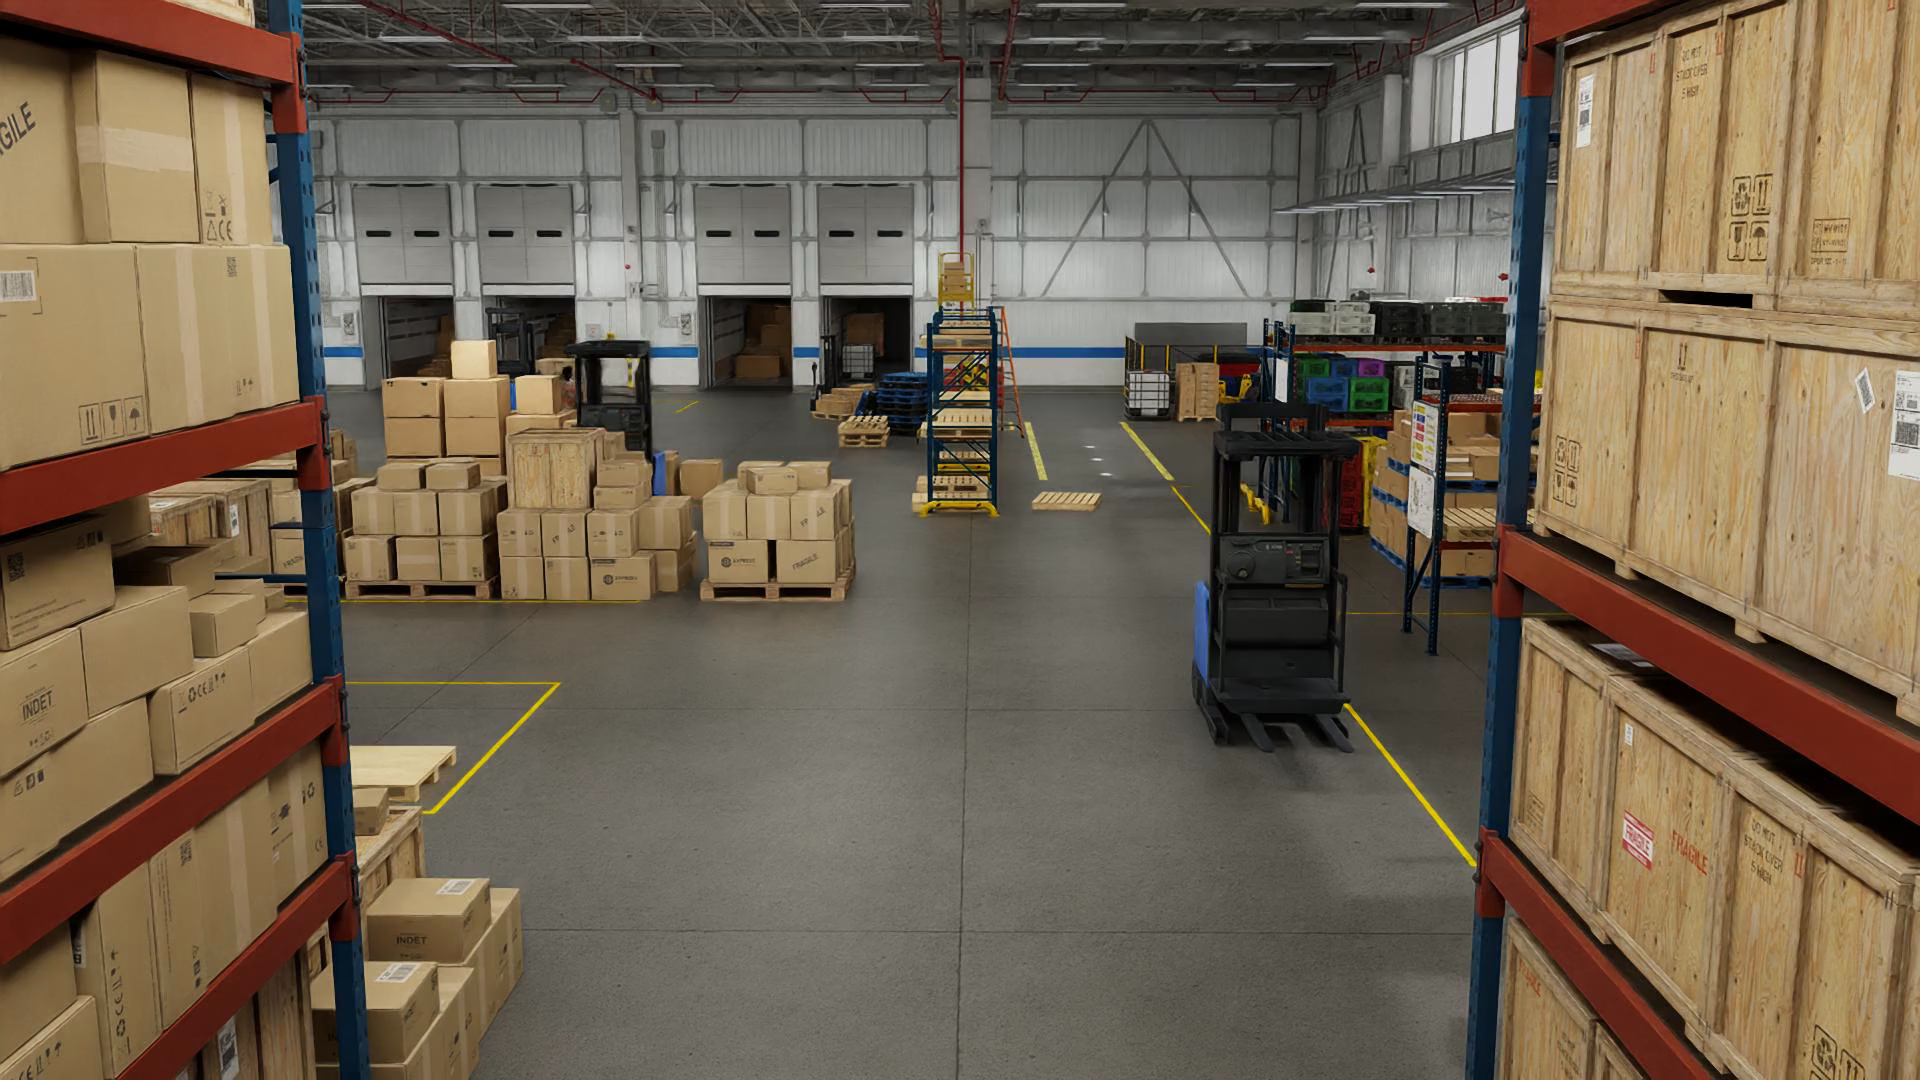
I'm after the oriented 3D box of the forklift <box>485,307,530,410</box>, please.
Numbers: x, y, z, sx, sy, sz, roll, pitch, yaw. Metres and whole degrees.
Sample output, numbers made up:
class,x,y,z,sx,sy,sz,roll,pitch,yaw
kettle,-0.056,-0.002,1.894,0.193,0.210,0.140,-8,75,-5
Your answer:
class,x,y,z,sx,sy,sz,roll,pitch,yaw
forklift,-10.754,-4.150,39.646,1.129,2.768,1.873,0,10,1

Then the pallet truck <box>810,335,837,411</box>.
class,x,y,z,sx,sy,sz,roll,pitch,yaw
pallet truck,-3.021,-4.312,43.126,1.885,1.965,0.823,3,10,17

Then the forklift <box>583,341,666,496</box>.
class,x,y,z,sx,sy,sz,roll,pitch,yaw
forklift,-5.078,-1.578,24.804,1.129,2.768,1.873,0,10,1

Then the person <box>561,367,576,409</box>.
class,x,y,z,sx,sy,sz,roll,pitch,yaw
person,-8.379,-2.904,35.907,0.709,1.668,0.558,5,11,29

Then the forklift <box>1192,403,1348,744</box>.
class,x,y,z,sx,sy,sz,roll,pitch,yaw
forklift,2.697,0.191,14.600,1.129,2.768,1.873,0,10,1
